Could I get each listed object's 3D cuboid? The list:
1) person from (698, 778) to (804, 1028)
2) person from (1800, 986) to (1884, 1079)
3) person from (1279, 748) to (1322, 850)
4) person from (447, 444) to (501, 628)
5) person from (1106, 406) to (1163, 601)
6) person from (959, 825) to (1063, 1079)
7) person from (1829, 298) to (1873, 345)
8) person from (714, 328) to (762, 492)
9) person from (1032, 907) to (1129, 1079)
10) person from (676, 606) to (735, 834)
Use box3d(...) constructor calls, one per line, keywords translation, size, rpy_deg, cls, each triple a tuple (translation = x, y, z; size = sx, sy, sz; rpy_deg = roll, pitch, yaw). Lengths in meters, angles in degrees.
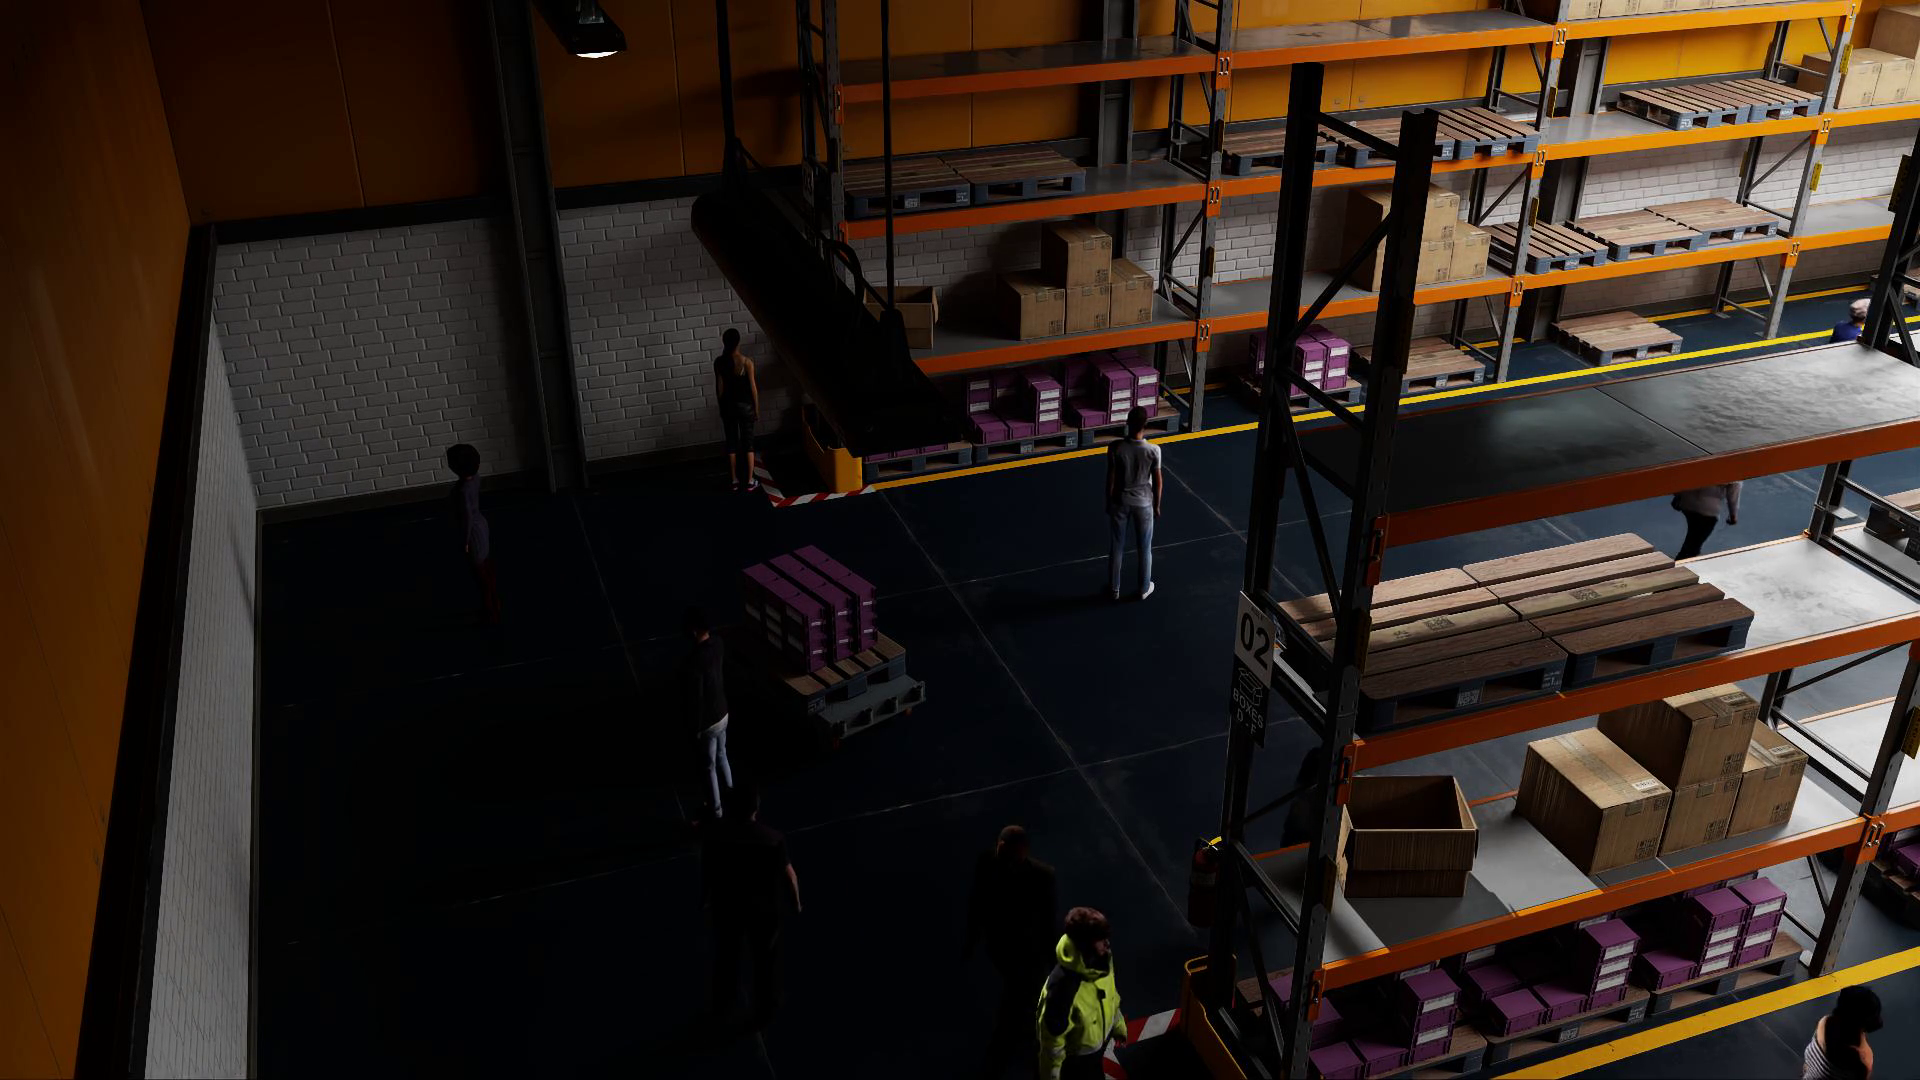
box3d(translation=(-1.306, 2.255, 10.088), size=(0.811, 1.841, 0.939), rpy_deg=(6, 29, 10), cls="person")
box3d(translation=(4.567, 3.059, 8.664), size=(1.080, 1.794, 0.741), rpy_deg=(-4, 29, -7), cls="person")
box3d(translation=(2.412, 1.919, 11.319), size=(0.579, 1.253, 0.491), rpy_deg=(-11, 30, -19), cls="person")
box3d(translation=(-4.219, -0.050, 14.449), size=(0.614, 1.711, 0.639), rpy_deg=(-1, 29, -2), cls="person")
box3d(translation=(1.535, -0.318, 14.795), size=(0.658, 1.851, 0.784), rpy_deg=(5, 29, 9), cls="person")
box3d(translation=(0.387, 2.367, 9.860), size=(1.155, 1.863, 1.278), rpy_deg=(18, 34, 30), cls="person")
box3d(translation=(9.052, -1.634, 17.246), size=(0.886, 1.814, 0.719), rpy_deg=(-5, 29, -9), cls="person")
box3d(translation=(-2.246, -1.312, 16.745), size=(0.616, 1.729, 0.720), rpy_deg=(3, 29, 6), cls="person")
box3d(translation=(0.526, 2.753, 9.076), size=(1.268, 1.937, 1.192), rpy_deg=(11, 31, 19), cls="person")
box3d(translation=(-1.795, 1.282, 11.884), size=(0.735, 1.830, 0.727), rpy_deg=(6, 29, 11), cls="person")
